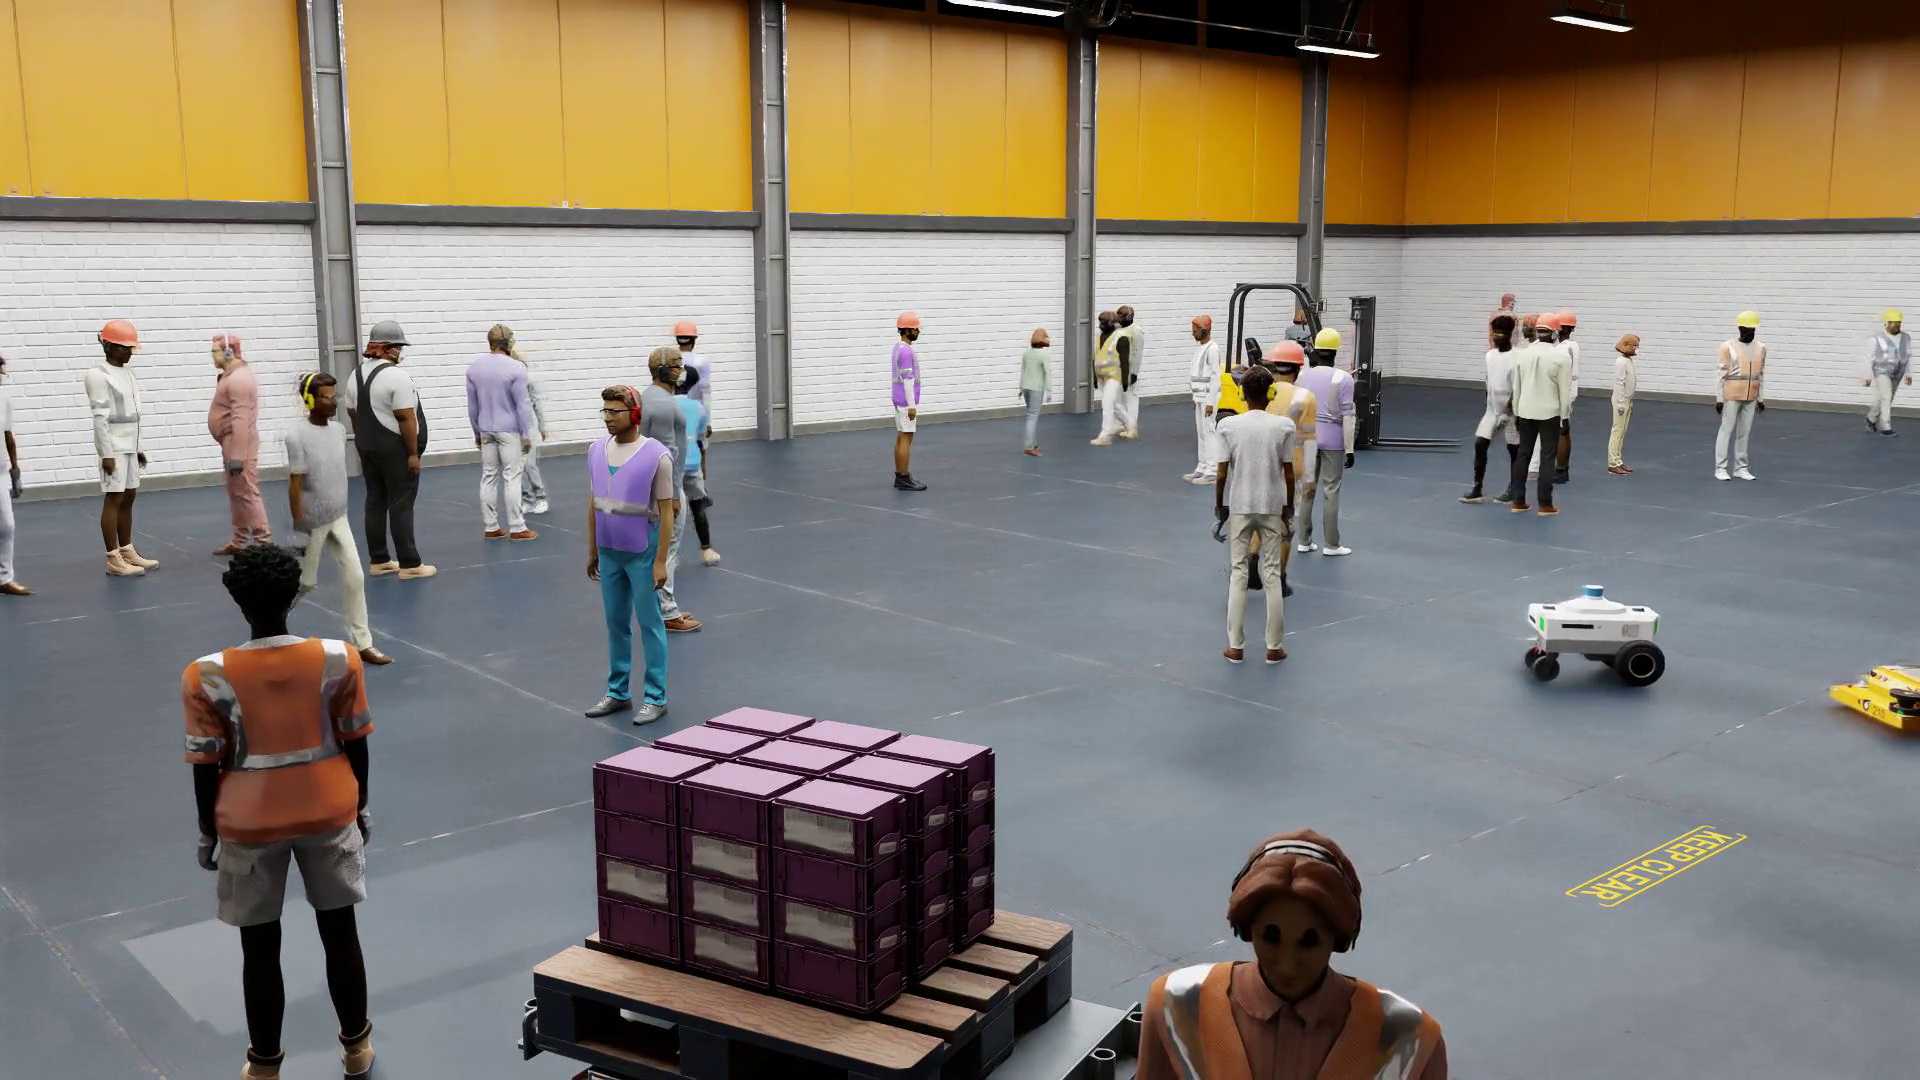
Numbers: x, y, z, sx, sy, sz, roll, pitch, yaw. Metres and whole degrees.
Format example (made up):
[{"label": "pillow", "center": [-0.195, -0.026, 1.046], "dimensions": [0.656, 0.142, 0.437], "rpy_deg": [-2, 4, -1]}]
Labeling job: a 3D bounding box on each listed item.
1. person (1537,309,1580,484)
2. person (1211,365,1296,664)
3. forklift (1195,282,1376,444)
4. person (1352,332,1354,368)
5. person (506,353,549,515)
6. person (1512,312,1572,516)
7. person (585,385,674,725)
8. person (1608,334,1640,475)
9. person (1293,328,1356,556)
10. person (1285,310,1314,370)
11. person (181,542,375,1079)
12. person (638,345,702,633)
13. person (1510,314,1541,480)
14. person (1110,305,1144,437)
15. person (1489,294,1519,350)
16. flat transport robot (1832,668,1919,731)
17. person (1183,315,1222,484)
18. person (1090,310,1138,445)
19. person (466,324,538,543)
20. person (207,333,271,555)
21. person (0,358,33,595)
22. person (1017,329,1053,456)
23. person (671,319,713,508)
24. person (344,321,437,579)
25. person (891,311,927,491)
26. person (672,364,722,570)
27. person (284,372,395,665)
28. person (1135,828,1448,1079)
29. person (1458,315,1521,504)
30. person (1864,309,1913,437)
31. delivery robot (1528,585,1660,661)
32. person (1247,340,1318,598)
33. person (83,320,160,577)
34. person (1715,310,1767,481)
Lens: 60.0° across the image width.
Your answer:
[{"label": "person", "center": [6.703, -1.598, 18.584], "dimensions": [0.349, 1.942, 0.545], "rpy_deg": [6, 11, 32]}, {"label": "person", "center": [1.834, -0.152, 10.362], "dimensions": [0.520, 1.861, 0.332], "rpy_deg": [2, 10, 10]}, {"label": "forklift", "center": [4.328, -2.346, 22.227], "dimensions": [2.313, 2.155, 1.214], "rpy_deg": [3, 10, 16]}, {"label": "person", "center": [6.197, -2.697, 25.550], "dimensions": [0.332, 1.763, 0.544], "rpy_deg": [-2, 10, -13]}, {"label": "person", "center": [-4.331, -1.083, 16.250], "dimensions": [0.500, 1.702, 0.498], "rpy_deg": [3, 10, 15]}, {"label": "person", "center": [5.727, -1.236, 16.351], "dimensions": [0.407, 1.985, 0.617], "rpy_deg": [-8, 13, -41]}, {"label": "person", "center": [-1.793, 0.074, 9.074], "dimensions": [0.566, 1.846, 0.389], "rpy_deg": [5, 11, 29]}, {"label": "person", "center": [7.753, -1.585, 19.415], "dimensions": [0.289, 1.632, 0.498], "rpy_deg": [6, 11, 32]}, {"label": "person", "center": [3.085, -0.824, 14.089], "dimensions": [0.592, 1.929, 0.356], "rpy_deg": [9, 13, 43]}, {"label": "person", "center": [5.714, -3.058, 28.031], "dimensions": [0.503, 1.632, 0.274], "rpy_deg": [3, 10, 19]}, {"label": "person", "center": [-2.022, 0.848, 4.990], "dimensions": [0.531, 1.692, 0.320], "rpy_deg": [-6, 11, -30]}, {"label": "person", "center": [-1.985, -0.343, 11.245], "dimensions": [0.369, 1.939, 0.631], "rpy_deg": [-3, 10, -18]}, {"label": "person", "center": [6.484, -1.613, 18.849], "dimensions": [0.352, 1.881, 0.576], "rpy_deg": [2, 10, 14]}, {"label": "person", "center": [2.321, -2.374, 23.421], "dimensions": [0.429, 1.844, 0.625], "rpy_deg": [-5, 11, -27]}, {"label": "person", "center": [9.187, -3.186, 27.992], "dimensions": [0.407, 1.904, 0.655], "rpy_deg": [-3, 10, -19]}, {"label": "flat transport robot", "center": [5.663, 0.853, 9.117], "dimensions": [1.431, 0.197, 0.652], "rpy_deg": [0, 10, -3]}, {"label": "person", "center": [2.727, -1.560, 18.528], "dimensions": [0.359, 1.886, 0.575], "rpy_deg": [-1, 10, -7]}, {"label": "person", "center": [2.103, -2.199, 22.472], "dimensions": [0.784, 1.818, 0.640], "rpy_deg": [-6, 11, -32]}, {"label": "person", "center": [-4.067, -0.940, 14.751], "dimensions": [0.629, 1.936, 0.371], "rpy_deg": [4, 10, 22]}, {"label": "person", "center": [-6.070, -0.782, 13.948], "dimensions": [0.417, 1.910, 0.663], "rpy_deg": [-4, 11, -23]}, {"label": "person", "center": [-7.143, -0.459, 12.242], "dimensions": [0.352, 1.839, 0.558], "rpy_deg": [3, 10, 19]}, {"label": "person", "center": [0.979, -1.897, 21.340], "dimensions": [0.562, 1.599, 0.552], "rpy_deg": [-8, 13, -39]}, {"label": "person", "center": [-2.721, -1.229, 16.517], "dimensions": [0.554, 1.916, 0.779], "rpy_deg": [2, 10, 13]}, {"label": "person", "center": [-4.478, -0.720, 13.156], "dimensions": [0.676, 2.000, 0.536], "rpy_deg": [7, 12, 34]}, {"label": "person", "center": [-0.561, -1.505, 18.055], "dimensions": [0.355, 1.938, 0.545], "rpy_deg": [-2, 10, -12]}, {"label": "person", "center": [-2.266, -0.582, 13.460], "dimensions": [0.328, 1.661, 0.646], "rpy_deg": [7, 12, 35]}, {"label": "person", "center": [-4.003, -0.136, 10.350], "dimensions": [0.934, 1.838, 0.523], "rpy_deg": [4, 11, 23]}, {"label": "person", "center": [0.520, 1.260, 2.739], "dimensions": [0.511, 1.640, 0.308], "rpy_deg": [3, 10, 15]}, {"label": "person", "center": [5.440, -1.304, 16.872], "dimensions": [0.806, 1.931, 0.595], "rpy_deg": [-6, 11, -30]}, {"label": "person", "center": [13.152, -2.383, 23.625], "dimensions": [0.595, 1.802, 0.890], "rpy_deg": [-1, 10, -7]}, {"label": "delivery robot", "center": [3.797, 0.515, 9.993], "dimensions": [0.707, 0.478, 0.477], "rpy_deg": [1, 10, 7]}, {"label": "person", "center": [2.373, -0.518, 12.343], "dimensions": [0.556, 1.918, 0.507], "rpy_deg": [8, 13, 40]}, {"label": "person", "center": [-6.659, -0.731, 13.245], "dimensions": [0.396, 2.033, 0.605], "rpy_deg": [0, 10, -2]}, {"label": "person", "center": [8.835, -1.628, 18.804], "dimensions": [0.593, 1.924, 0.381], "rpy_deg": [-2, 10, -11]}]
